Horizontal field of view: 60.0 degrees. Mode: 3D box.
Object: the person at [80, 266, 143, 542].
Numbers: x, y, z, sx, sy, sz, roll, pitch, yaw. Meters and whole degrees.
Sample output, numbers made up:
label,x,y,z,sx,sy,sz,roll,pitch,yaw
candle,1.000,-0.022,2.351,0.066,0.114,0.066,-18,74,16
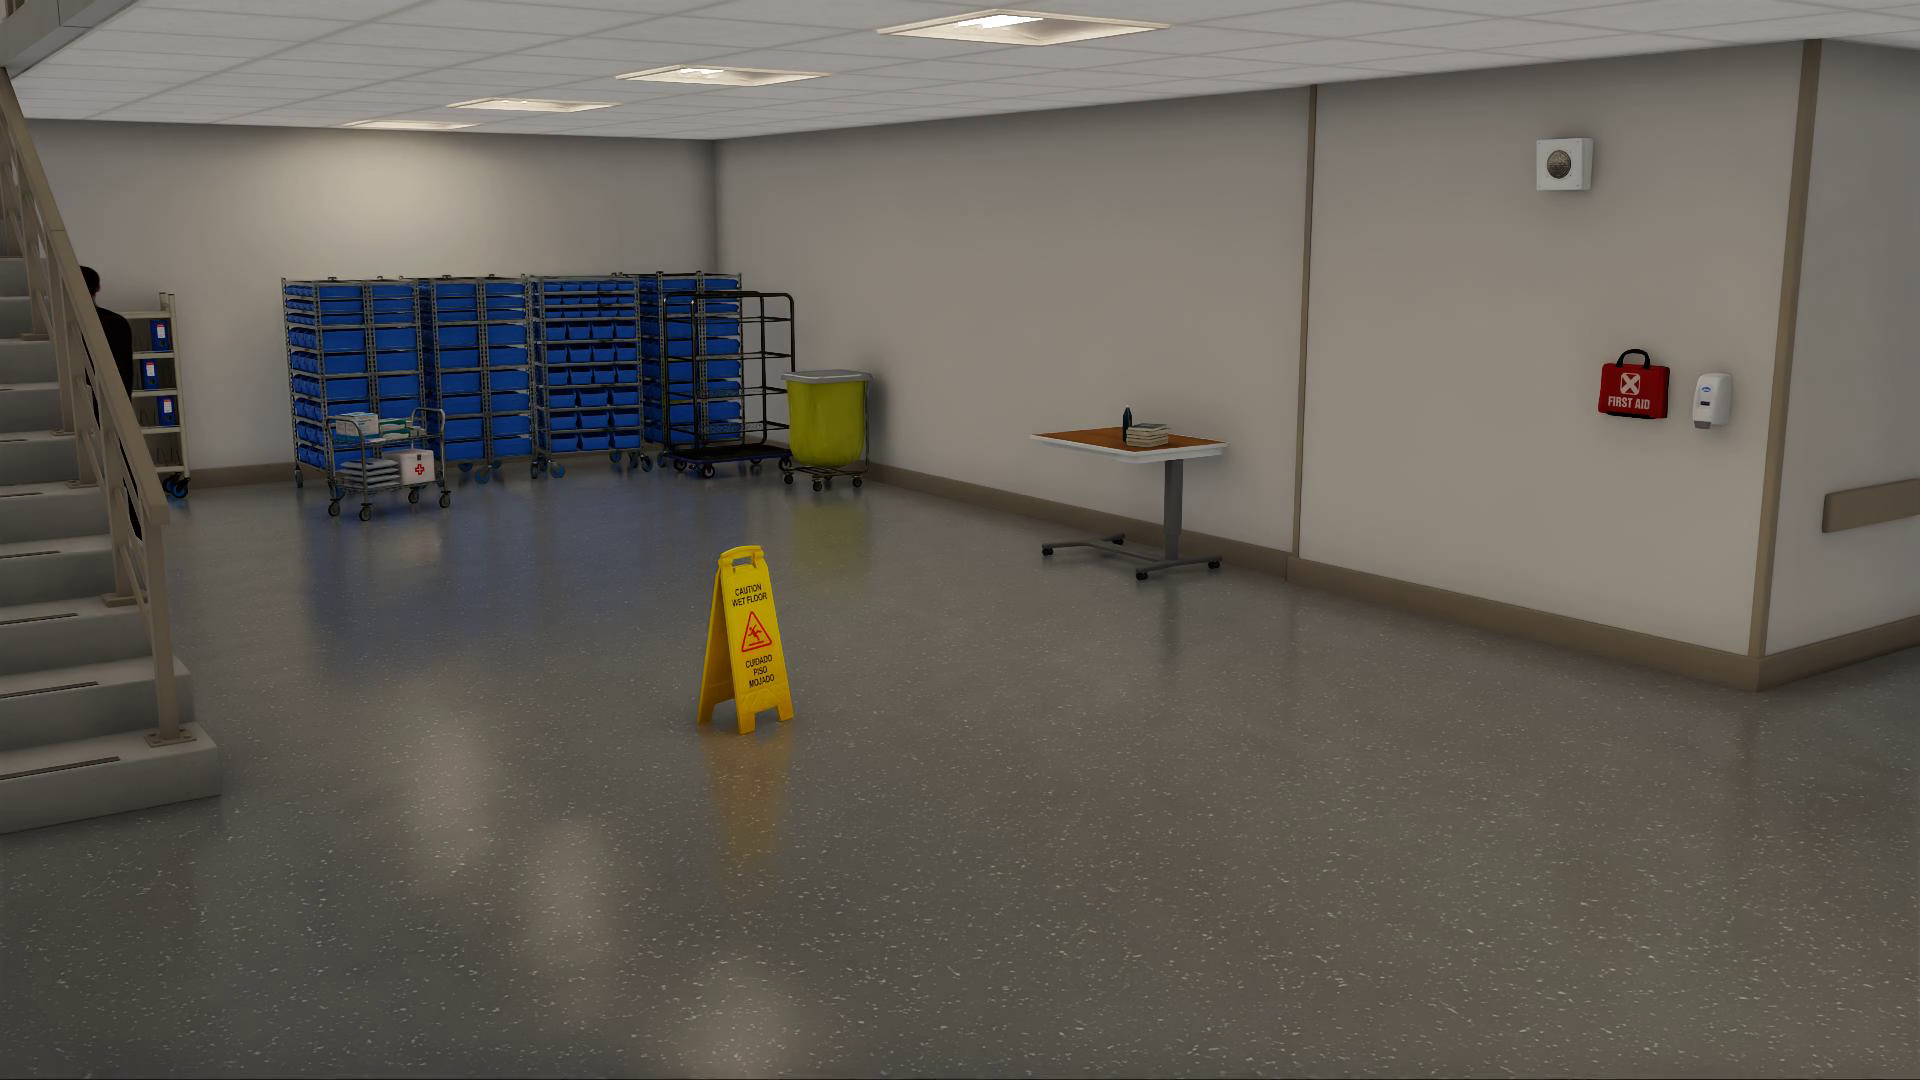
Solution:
label,x,y,z,sx,sy,sz,roll,pitch,yaw
person,-5.833,-0.892,11.238,0.687,1.915,0.745,9,14,39
